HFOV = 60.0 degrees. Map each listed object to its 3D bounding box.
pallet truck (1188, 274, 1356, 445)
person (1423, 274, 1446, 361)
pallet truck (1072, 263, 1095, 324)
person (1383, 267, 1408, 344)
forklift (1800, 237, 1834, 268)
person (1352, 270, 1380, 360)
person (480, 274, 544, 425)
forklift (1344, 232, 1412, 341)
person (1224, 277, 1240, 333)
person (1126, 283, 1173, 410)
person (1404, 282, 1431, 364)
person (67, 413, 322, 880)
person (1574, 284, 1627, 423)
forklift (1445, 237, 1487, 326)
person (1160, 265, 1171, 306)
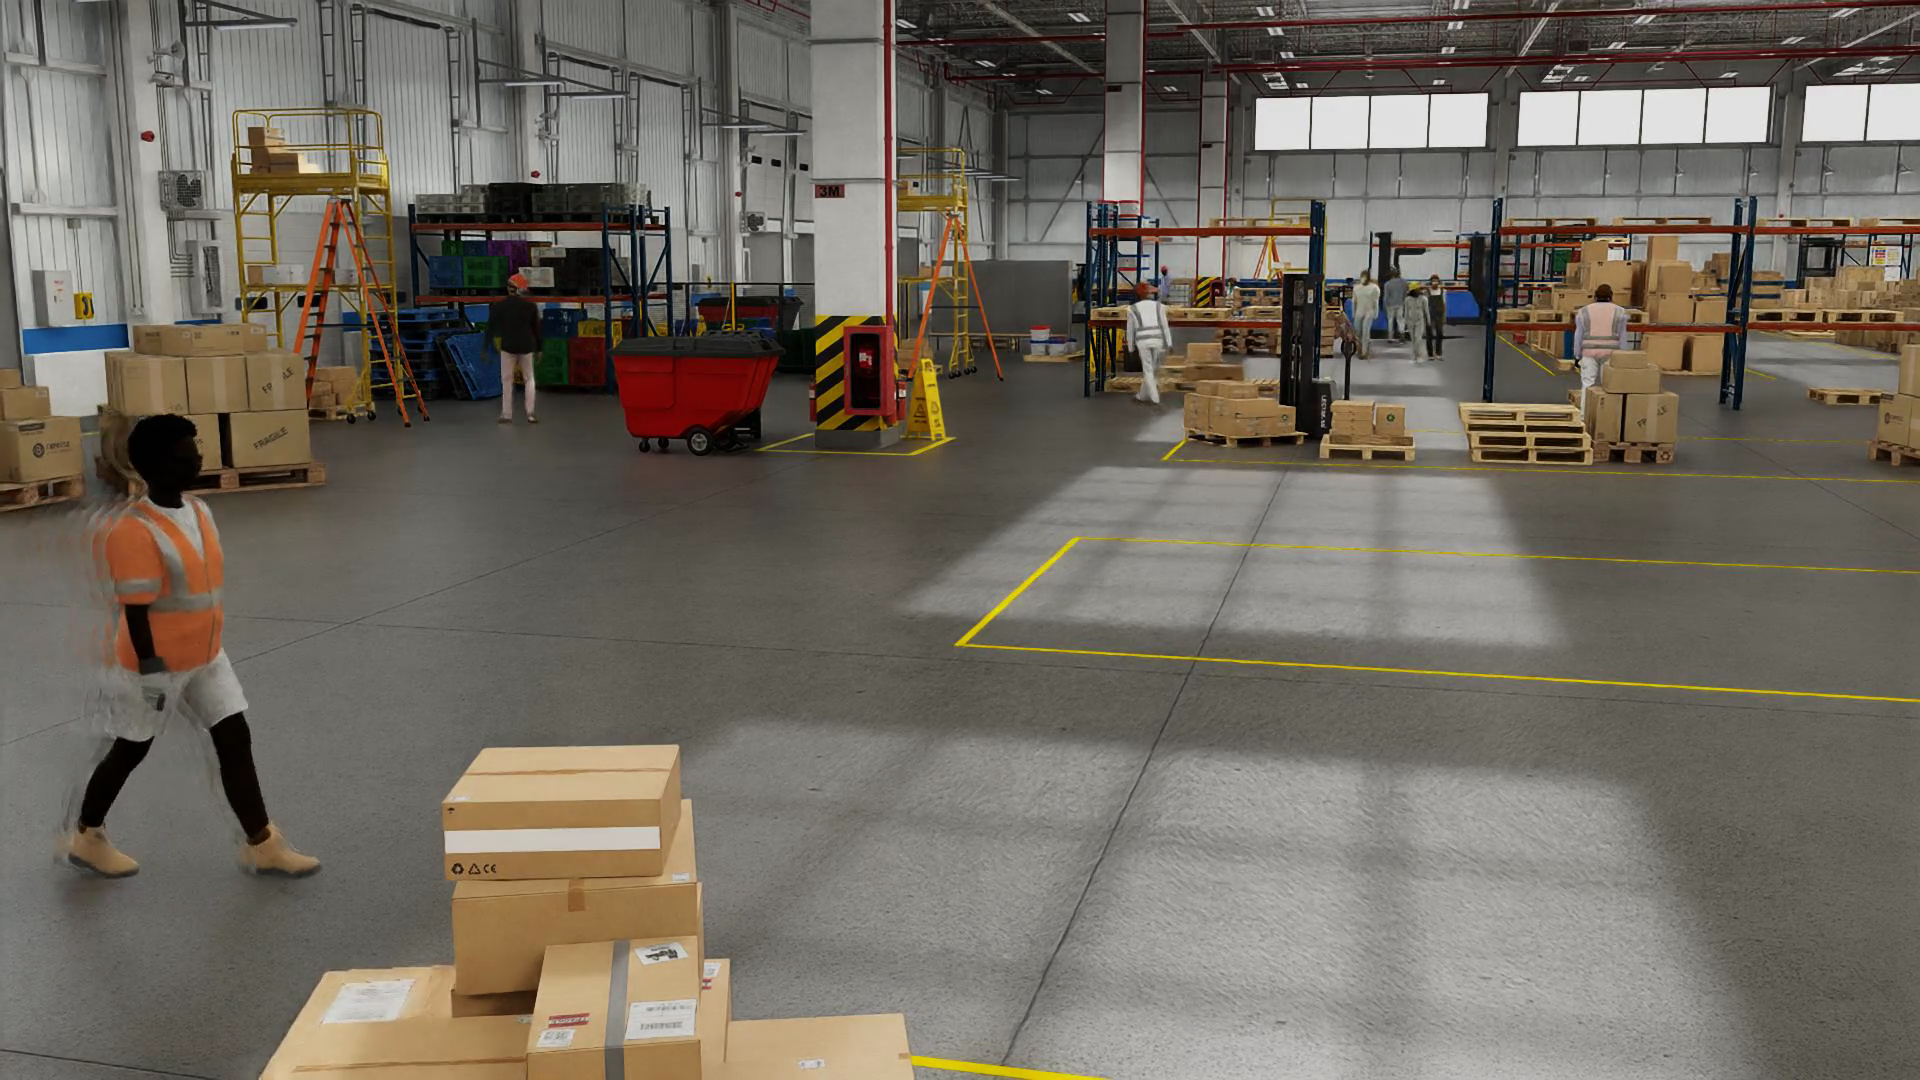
[{"bbox_3d":[3.653,-2.138,19.590,1.885,1.965,0.823,-4,10,-20],"label":"pallet truck"},{"bbox_3d":[9.994,-4.660,34.970,0.532,1.815,0.781,0,10,3],"label":"person"},{"bbox_3d":[4.325,-8.180,55.162,0.823,1.965,1.885,6,11,31],"label":"pallet truck"},{"bbox_3d":[10.993,-5.908,41.992,0.650,1.928,0.519,-1,10,-5],"label":"person"},{"bbox_3d":[27.807,-8.451,54.165,1.129,2.768,1.873,2,10,14],"label":"forklift"},{"bbox_3d":[8.632,-4.785,35.407,0.626,1.925,0.483,7,12,37],"label":"person"},{"bbox_3d":[-5.815,-2.462,21.611,0.796,1.971,0.497,-5,11,-27],"label":"person"},{"bbox_3d":[11.020,-6.619,43.377,1.873,2.768,1.129,2,10,14],"label":"forklift"},{"bbox_3d":[7.490,-6.408,45.781,0.523,1.640,0.306,7,12,36],"label":"person"},{"bbox_3d":[2.720,-2.796,24.004,0.638,1.813,0.975,-3,10,-16],"label":"person"},{"bbox_3d":[9.420,-4.467,34.207,0.534,1.694,0.847,7,12,37],"label":"person"},{"bbox_3d":[-2.734,0.389,5.743,0.895,1.658,0.538,1,10,9],"label":"person"},{"bbox_3d":[8.213,-2.359,21.345,0.633,1.842,0.429,4,10,20],"label":"person"},{"bbox_3d":[16.202,-8.148,52.378,1.873,2.768,1.129,1,10,8],"label":"forklift"},{"bbox_3d":[7.243,-8.667,58.268,0.695,1.922,0.558,-5,11,-26],"label":"person"}]
